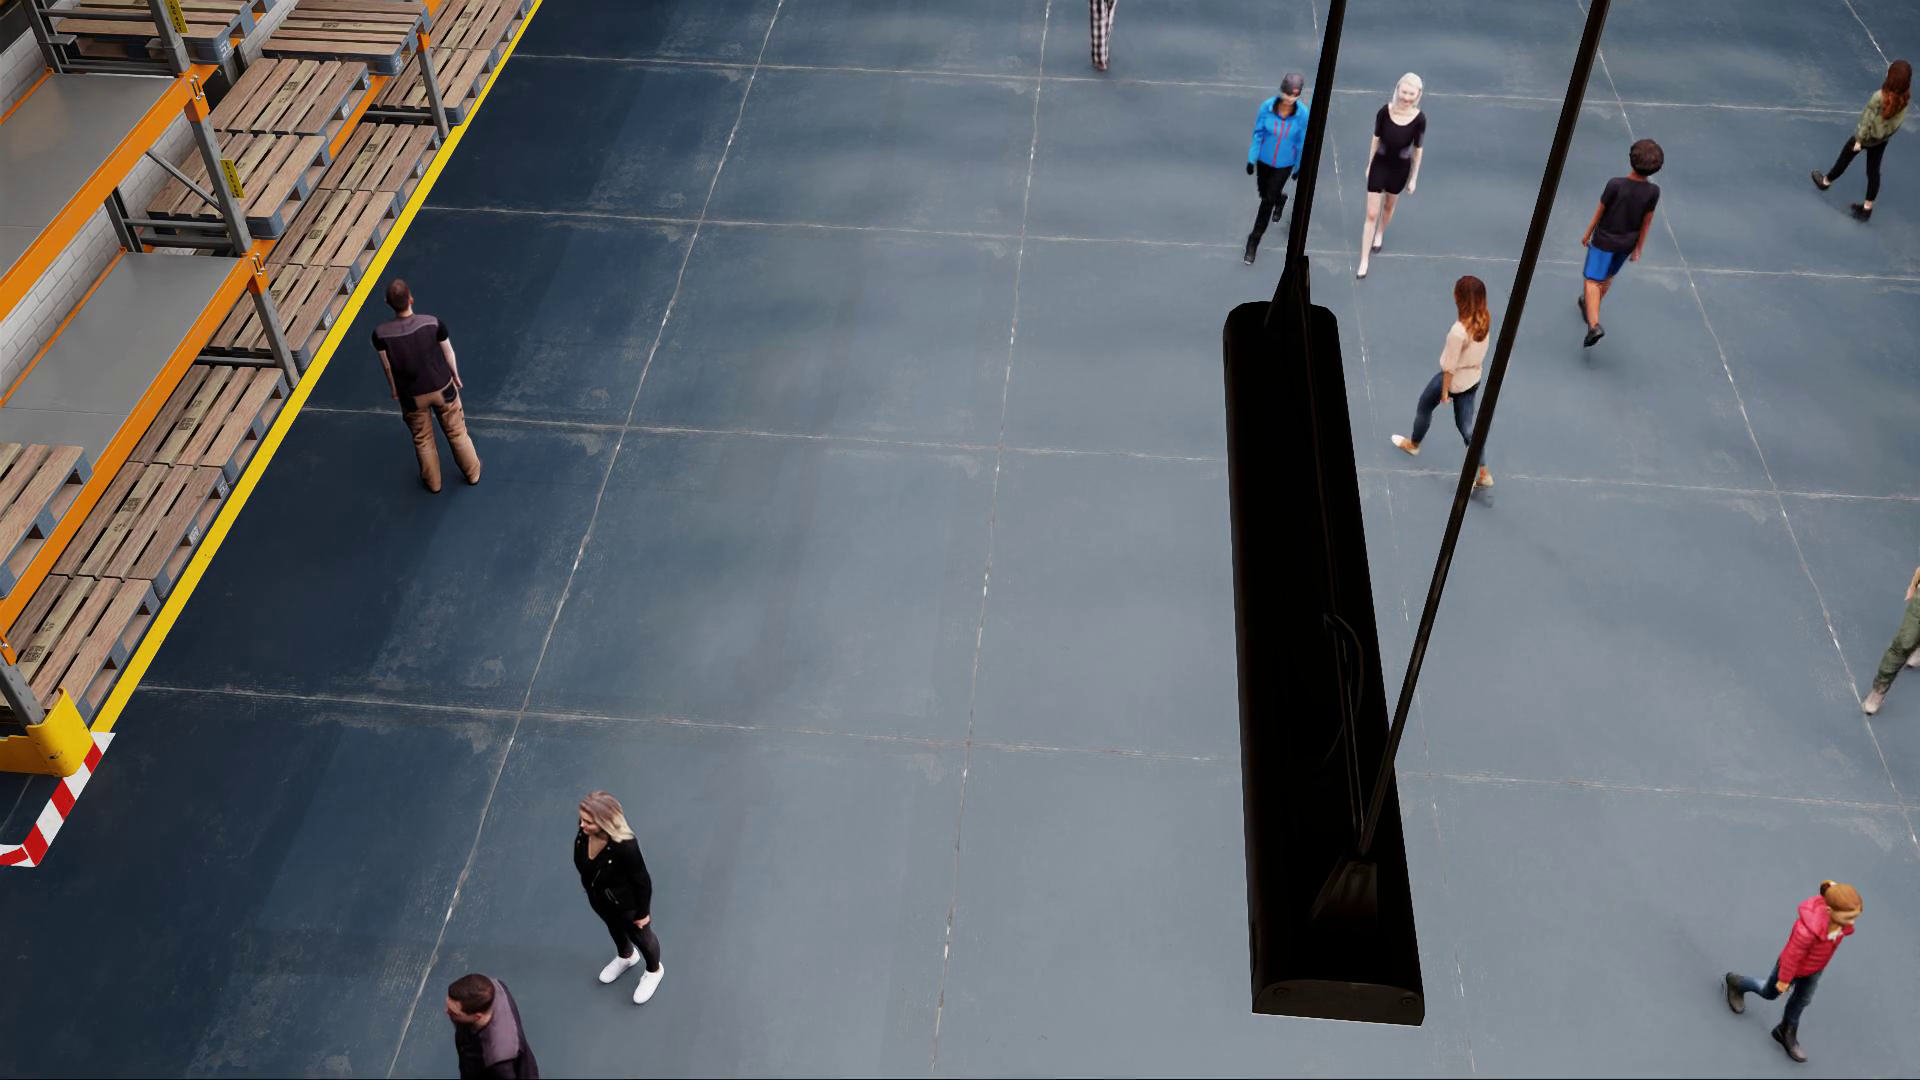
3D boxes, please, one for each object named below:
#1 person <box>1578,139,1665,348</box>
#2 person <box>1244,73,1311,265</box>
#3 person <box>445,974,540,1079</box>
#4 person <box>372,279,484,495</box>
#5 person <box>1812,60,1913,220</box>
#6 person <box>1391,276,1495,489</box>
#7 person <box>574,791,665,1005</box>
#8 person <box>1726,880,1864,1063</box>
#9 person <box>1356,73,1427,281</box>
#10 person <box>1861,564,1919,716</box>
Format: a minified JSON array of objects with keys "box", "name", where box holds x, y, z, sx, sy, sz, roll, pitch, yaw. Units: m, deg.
[{"box":[5.345,-2.395,13.563,0.602,1.779,1.047,4,44,4],"name":"person"},{"box":[2.779,-3.337,14.560,0.934,1.767,1.208,24,49,23],"name":"person"},{"box":[-2.222,2.681,8.185,0.855,1.847,0.724,-17,46,-17],"name":"person"},{"box":[-3.919,-1.123,12.181,0.760,1.842,0.728,-12,45,-12],"name":"person"},{"box":[8.326,-3.610,15.085,0.827,1.437,1.065,-11,45,-12],"name":"person"},{"box":[3.742,-1.122,12.250,1.073,1.745,1.181,-26,49,-25],"name":"person"},{"box":[-1.861,1.927,9.093,0.696,1.686,0.693,25,49,24],"name":"person"},{"box":[4.509,2.264,9.018,0.683,1.302,0.869,-12,45,-12],"name":"person"},{"box":[3.739,-3.215,14.414,0.696,1.791,1.094,10,44,10],"name":"person"},{"box":[6.390,0.362,10.785,0.969,1.618,1.204,26,49,25],"name":"person"}]
